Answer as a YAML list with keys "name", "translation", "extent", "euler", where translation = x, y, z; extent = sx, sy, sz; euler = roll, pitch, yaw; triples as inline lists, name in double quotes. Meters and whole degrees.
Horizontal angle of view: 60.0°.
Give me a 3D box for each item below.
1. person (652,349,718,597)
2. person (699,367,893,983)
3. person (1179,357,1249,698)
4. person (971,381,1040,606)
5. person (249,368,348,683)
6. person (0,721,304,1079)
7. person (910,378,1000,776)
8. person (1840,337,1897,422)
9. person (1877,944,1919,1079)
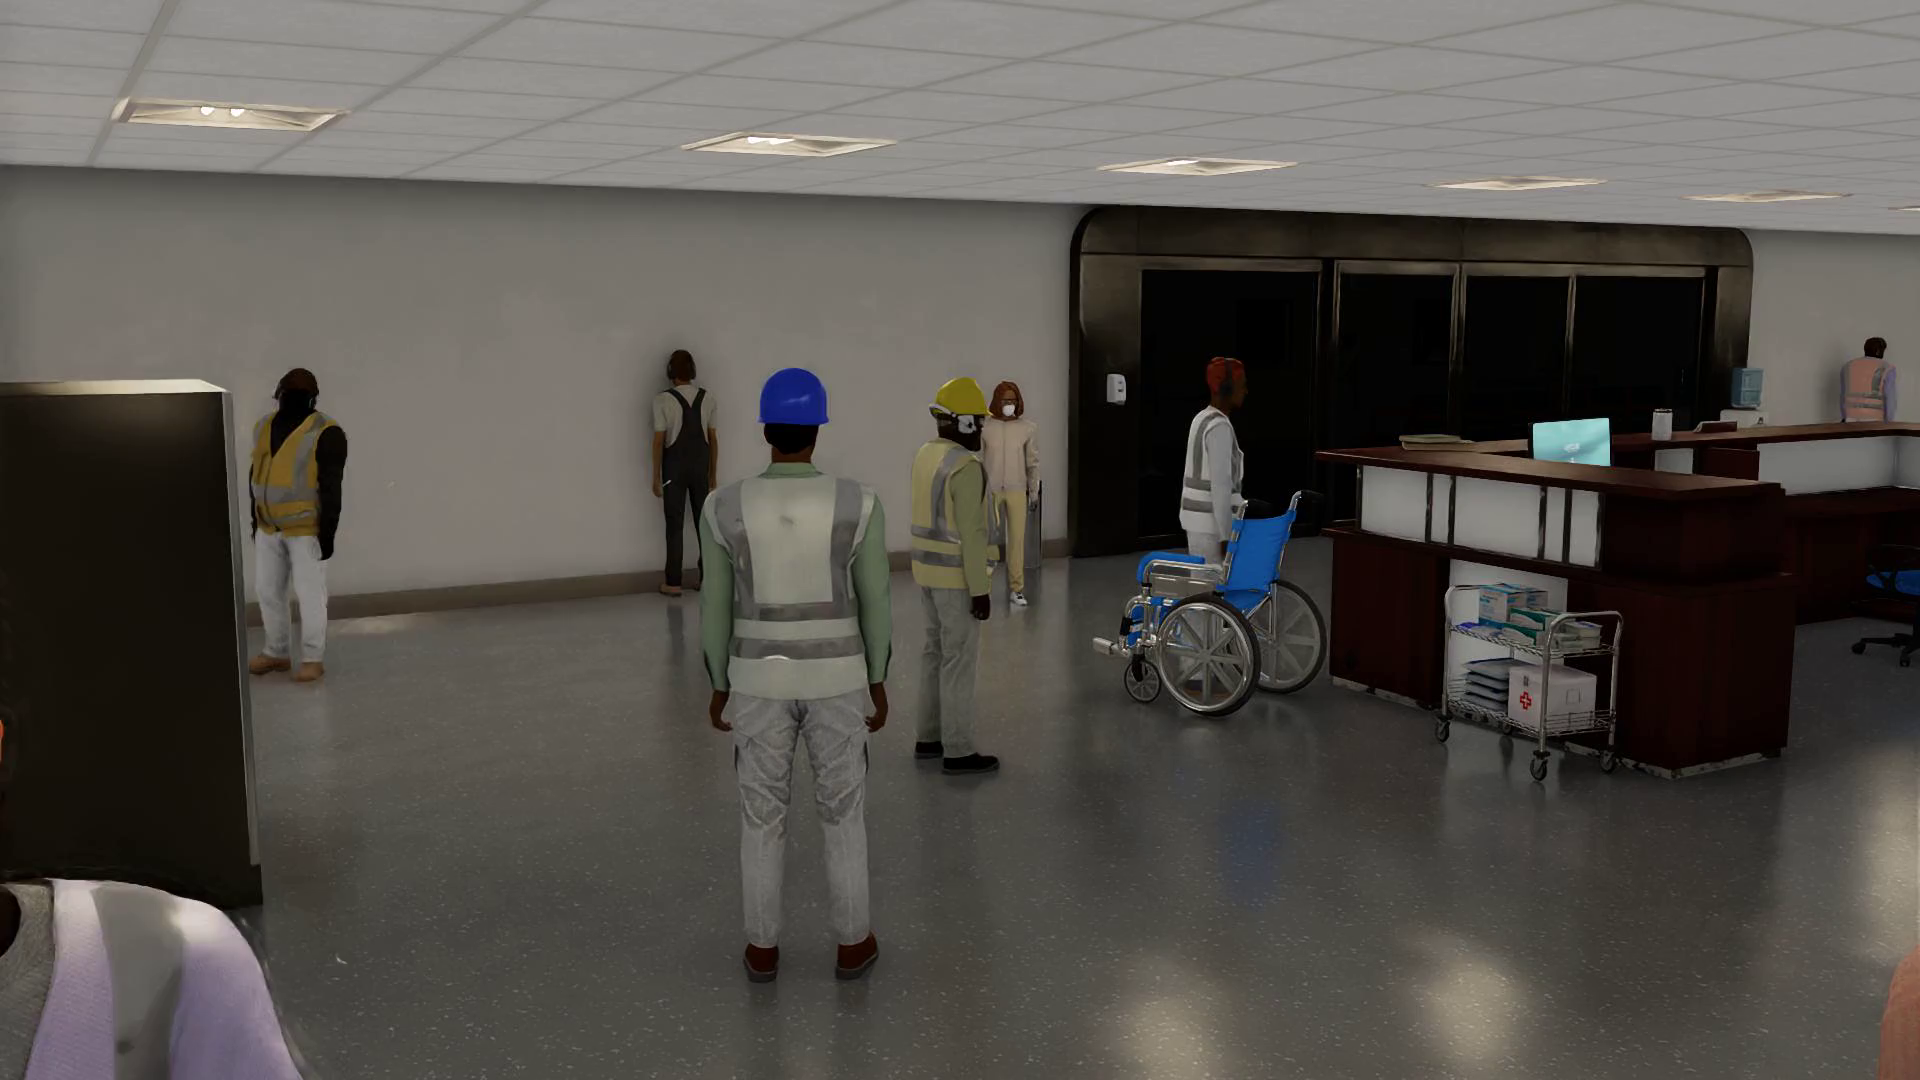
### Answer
- name: "person"
  translation: [-2.046, -0.495, 12.396]
  extent: [0.506, 1.838, 0.339]
  euler: [-5, 9, -32]
- name: "person"
  translation: [-0.511, 0.434, 5.263]
  extent: [0.602, 1.949, 0.392]
  euler: [0, 8, -1]
- name: "person"
  translation: [1.401, -0.076, 9.226]
  extent: [0.368, 1.875, 0.589]
  euler: [0, 8, 2]
- name: "person"
  translation: [0.322, -0.328, 11.960]
  extent: [0.504, 1.627, 0.286]
  euler: [-1, 8, -5]
- name: "person"
  translation: [-3.805, -0.073, 9.483]
  extent: [0.712, 1.807, 0.432]
  euler: [3, 8, 21]
- name: "person"
  translation: [-0.925, 0.967, 1.747]
  extent: [0.689, 1.869, 0.972]
  euler: [-5, 9, -30]
- name: "person"
  translation: [-0.020, 0.163, 7.711]
  extent: [0.403, 1.822, 0.592]
  euler: [-3, 9, -22]
- name: "person"
  translation: [10.397, -1.406, 19.051]
  extent: [0.431, 1.832, 0.643]
  euler: [-5, 9, -32]
- name: "person"
  translation: [1.256, 0.987, 1.929]
  extent: [0.533, 1.767, 0.327]
  euler: [-4, 9, -27]
